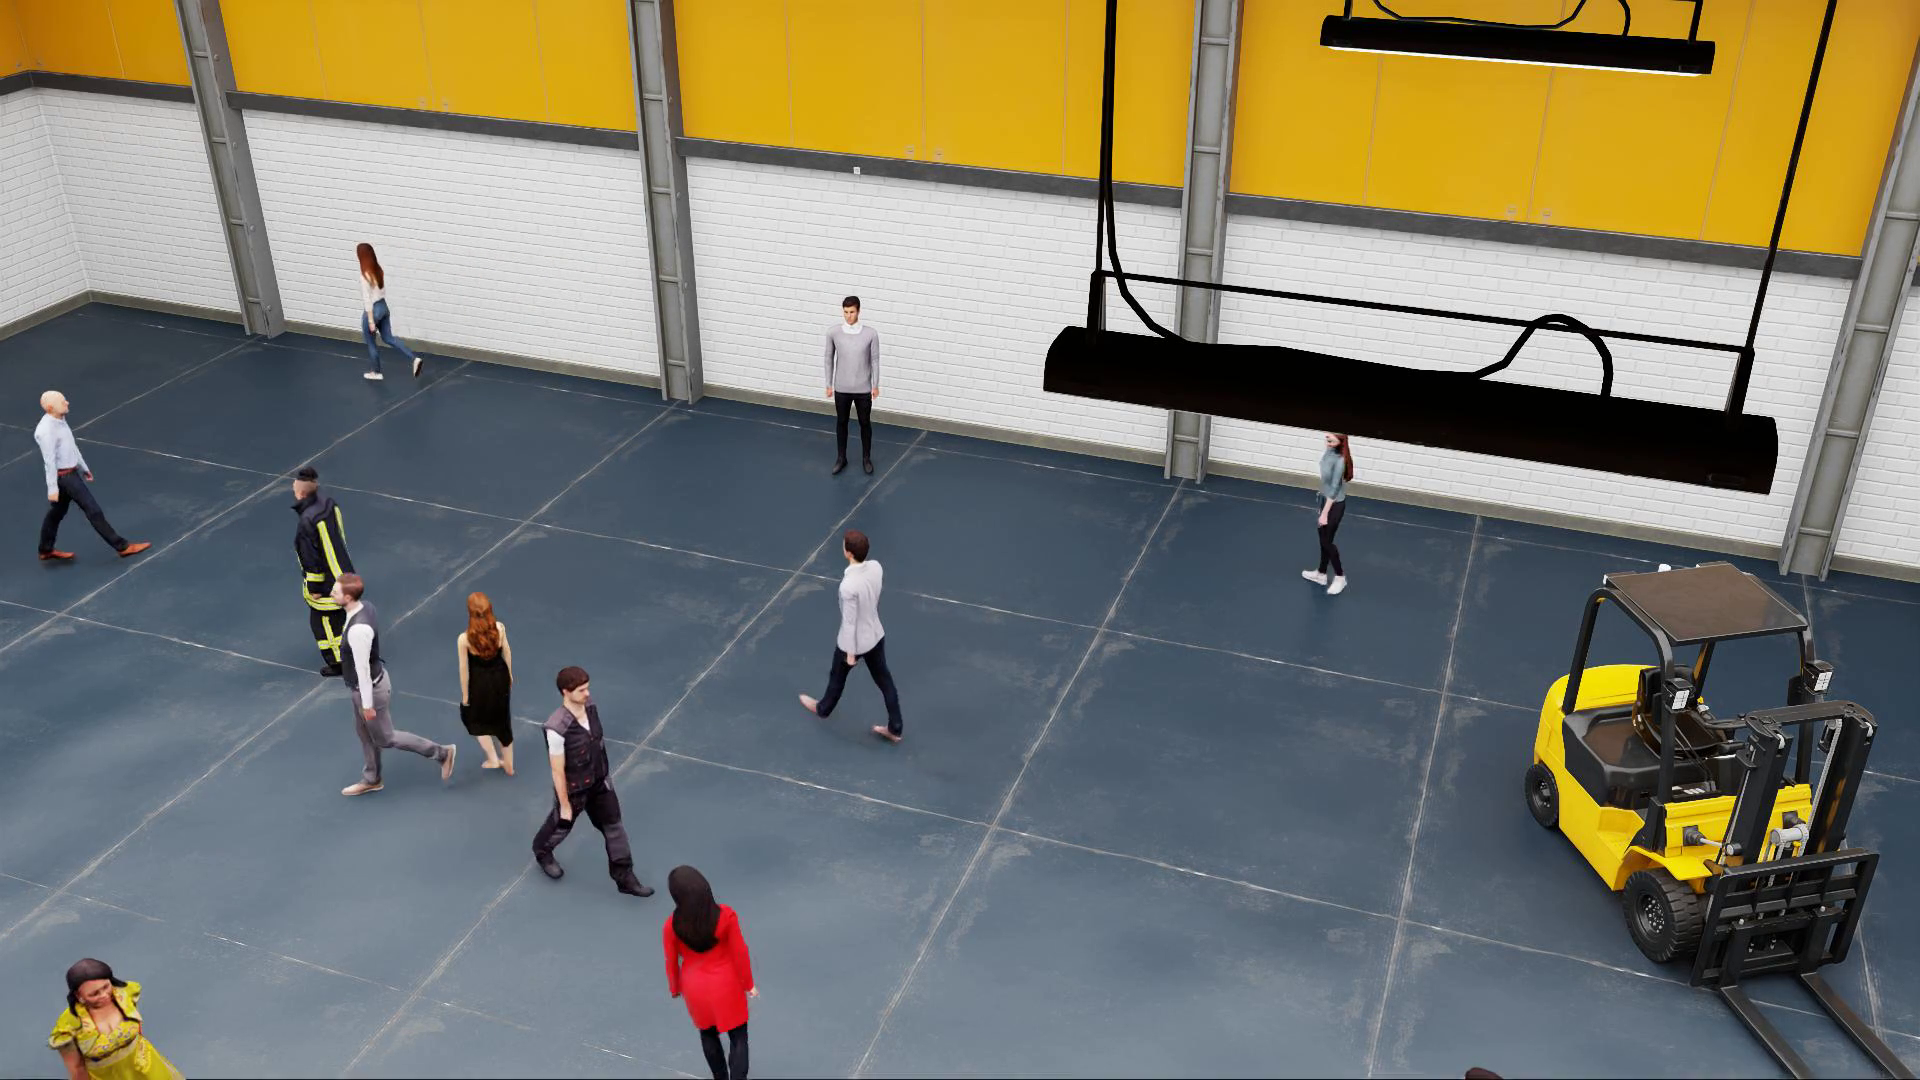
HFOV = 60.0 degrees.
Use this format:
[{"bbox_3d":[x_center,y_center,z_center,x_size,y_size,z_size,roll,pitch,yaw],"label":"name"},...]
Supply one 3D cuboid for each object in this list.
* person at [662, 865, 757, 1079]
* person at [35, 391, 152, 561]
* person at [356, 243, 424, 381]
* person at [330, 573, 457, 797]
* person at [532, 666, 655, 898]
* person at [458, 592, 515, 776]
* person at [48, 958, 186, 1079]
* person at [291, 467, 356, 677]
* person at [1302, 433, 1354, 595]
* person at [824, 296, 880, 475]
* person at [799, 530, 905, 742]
[{"bbox_3d":[-1.431,2.662,9.730,0.859,1.720,0.907,2,29,5],"label":"person"},{"bbox_3d":[-8.456,-0.534,15.571,1.299,1.737,1.137,-9,30,-15],"label":"person"},{"bbox_3d":[-6.740,-2.640,19.465,1.009,1.705,0.608,8,30,14],"label":"person"},{"bbox_3d":[-4.300,1.091,12.414,1.208,1.909,1.078,-8,30,-15],"label":"person"},{"bbox_3d":[-2.712,1.662,11.483,1.257,1.797,0.790,14,32,25],"label":"person"},{"bbox_3d":[-3.544,1.144,12.624,0.717,1.614,0.749,-23,36,-35],"label":"person"},{"bbox_3d":[-4.755,2.962,9.263,0.944,1.641,0.905,19,34,30],"label":"person"},{"bbox_3d":[-5.309,0.239,14.024,0.813,1.861,0.844,-1,29,-2],"label":"person"},{"bbox_3d":[3.385,-0.329,15.209,0.693,1.724,0.716,10,30,18],"label":"person"},{"bbox_3d":[-1.118,-1.637,17.398,0.692,1.923,0.869,1,29,2],"label":"person"},{"bbox_3d":[-0.701,0.804,13.052,1.246,1.800,0.897,18,33,29],"label":"person"}]
